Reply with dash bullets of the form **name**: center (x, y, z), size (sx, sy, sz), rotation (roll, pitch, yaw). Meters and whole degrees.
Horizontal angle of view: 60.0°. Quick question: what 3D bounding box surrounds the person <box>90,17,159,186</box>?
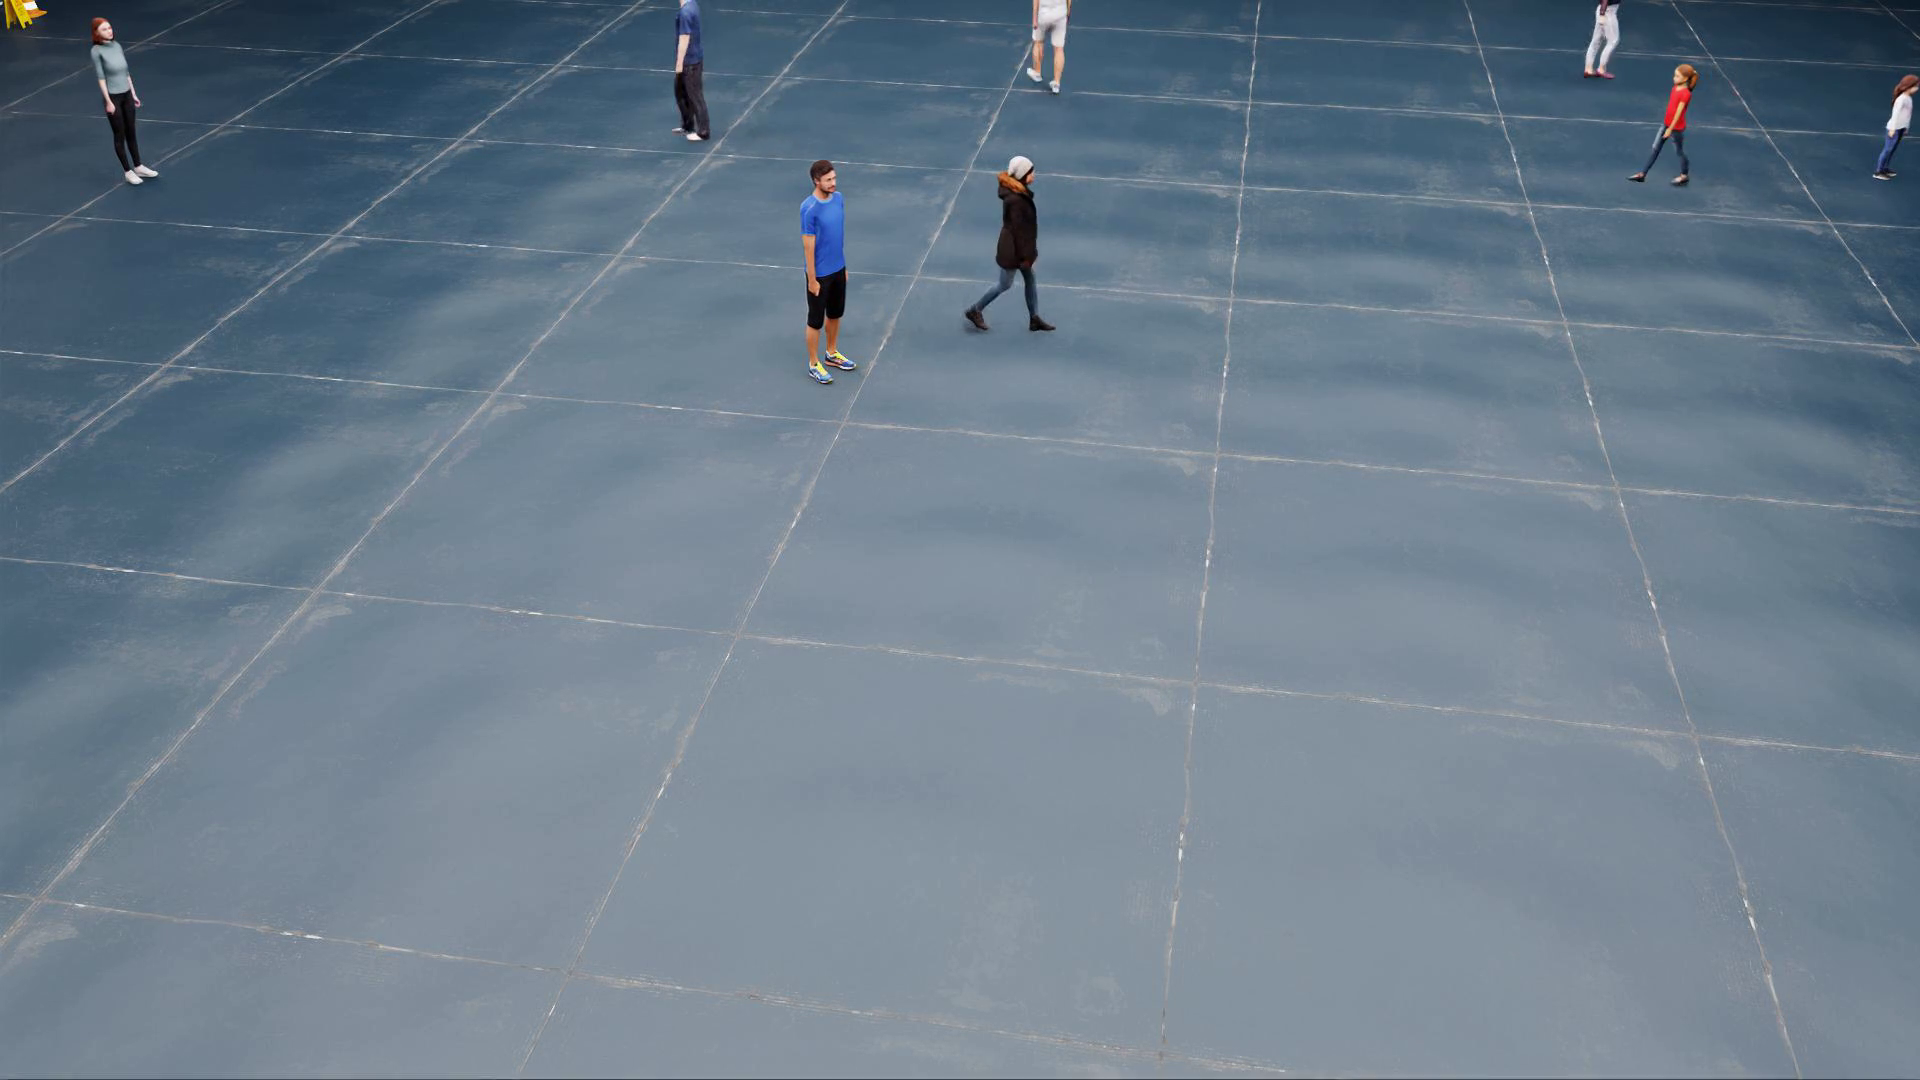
- **person**: center (-8.978, -4.694, 17.749), size (0.598, 1.742, 0.619), rotation (12, 34, 18)

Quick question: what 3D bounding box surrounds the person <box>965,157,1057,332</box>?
- **person**: center (0.405, -2.535, 14.450), size (1.041, 1.609, 0.652), rotation (8, 33, 12)

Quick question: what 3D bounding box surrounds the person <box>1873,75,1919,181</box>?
- **person**: center (10.138, -4.501, 18.034), size (0.561, 1.111, 0.615), rotation (-27, 41, -35)

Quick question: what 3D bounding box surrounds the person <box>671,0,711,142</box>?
- **person**: center (-2.980, -5.452, 18.839), size (0.779, 1.860, 0.756), rotation (-2, 32, -3)

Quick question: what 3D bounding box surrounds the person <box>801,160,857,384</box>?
- **person**: center (-1.115, -2.241, 13.743), size (0.697, 1.868, 0.699), rotation (21, 38, 30)

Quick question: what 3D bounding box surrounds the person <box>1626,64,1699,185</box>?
- **person**: center (7.663, -4.386, 17.695), size (0.950, 1.279, 0.665), rotation (-4, 33, -7)

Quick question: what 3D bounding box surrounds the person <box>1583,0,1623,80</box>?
- **person**: center (8.062, -6.594, 20.896), size (0.655, 1.597, 0.651), rotation (10, 33, 15)

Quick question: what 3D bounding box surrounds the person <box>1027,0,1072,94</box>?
- **person**: center (1.152, -6.410, 20.388), size (1.053, 1.829, 1.019), rotation (-9, 33, -13)
